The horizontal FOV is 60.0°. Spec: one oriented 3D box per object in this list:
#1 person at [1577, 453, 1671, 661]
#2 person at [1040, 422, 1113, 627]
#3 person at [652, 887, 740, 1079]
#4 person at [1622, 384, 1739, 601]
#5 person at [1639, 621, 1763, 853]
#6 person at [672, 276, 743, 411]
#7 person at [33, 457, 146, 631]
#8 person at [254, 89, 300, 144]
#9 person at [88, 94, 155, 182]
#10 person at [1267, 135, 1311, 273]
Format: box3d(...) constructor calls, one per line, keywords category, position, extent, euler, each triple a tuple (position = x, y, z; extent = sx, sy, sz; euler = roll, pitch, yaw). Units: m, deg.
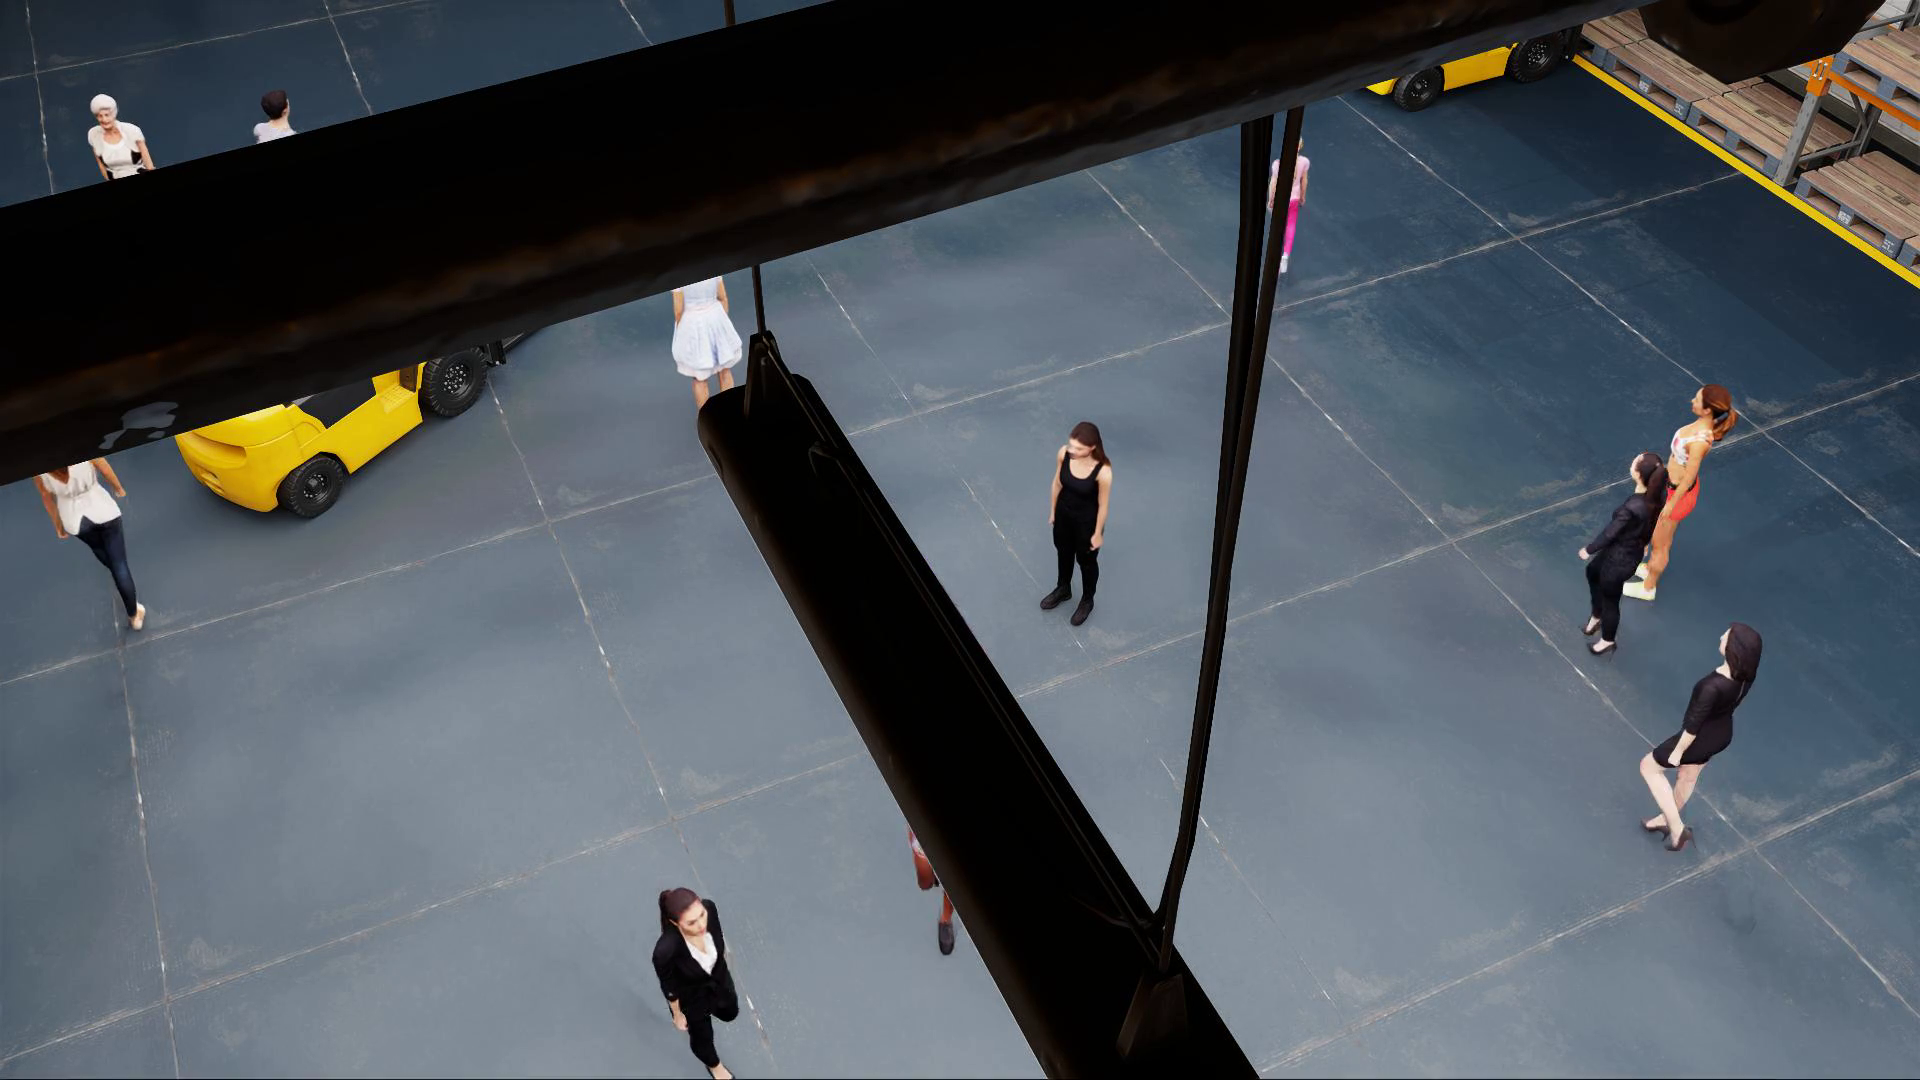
box3d(category="person", position=(4.362, 0.169, 10.801), extent=(0.685, 1.696, 0.743), euler=(-34, 53, -31))
box3d(category="person", position=(0.800, -0.141, 11.133), extent=(0.624, 1.687, 0.730), euler=(30, 51, 28))
box3d(category="person", position=(-1.405, 2.285, 8.615), extent=(0.912, 1.647, 0.798), euler=(28, 50, 26))
box3d(category="person", position=(4.854, -0.320, 11.245), extent=(0.731, 1.791, 0.686), euler=(19, 47, 19))
box3d(category="person", position=(4.328, 1.228, 9.621), extent=(0.644, 1.791, 0.703), euler=(-22, 48, -22))
box3d(category="person", position=(-1.925, -1.562, 12.530), extent=(0.697, 1.818, 0.720), euler=(-15, 46, -15))
box3d(category="person", position=(-5.754, -0.093, 11.036), extent=(0.634, 1.751, 1.015), euler=(-15, 46, -15))
box3d(category="person", position=(-5.571, -2.809, 13.835), extent=(1.103, 1.823, 1.192), euler=(12, 45, 12))
box3d(category="person", position=(-6.956, -3.003, 14.098), extent=(0.697, 1.741, 0.750), euler=(-8, 44, -8))
box3d(category="person", position=(2.830, -2.922, 14.364), extent=(0.744, 1.256, 0.893), euler=(3, 44, 4))
